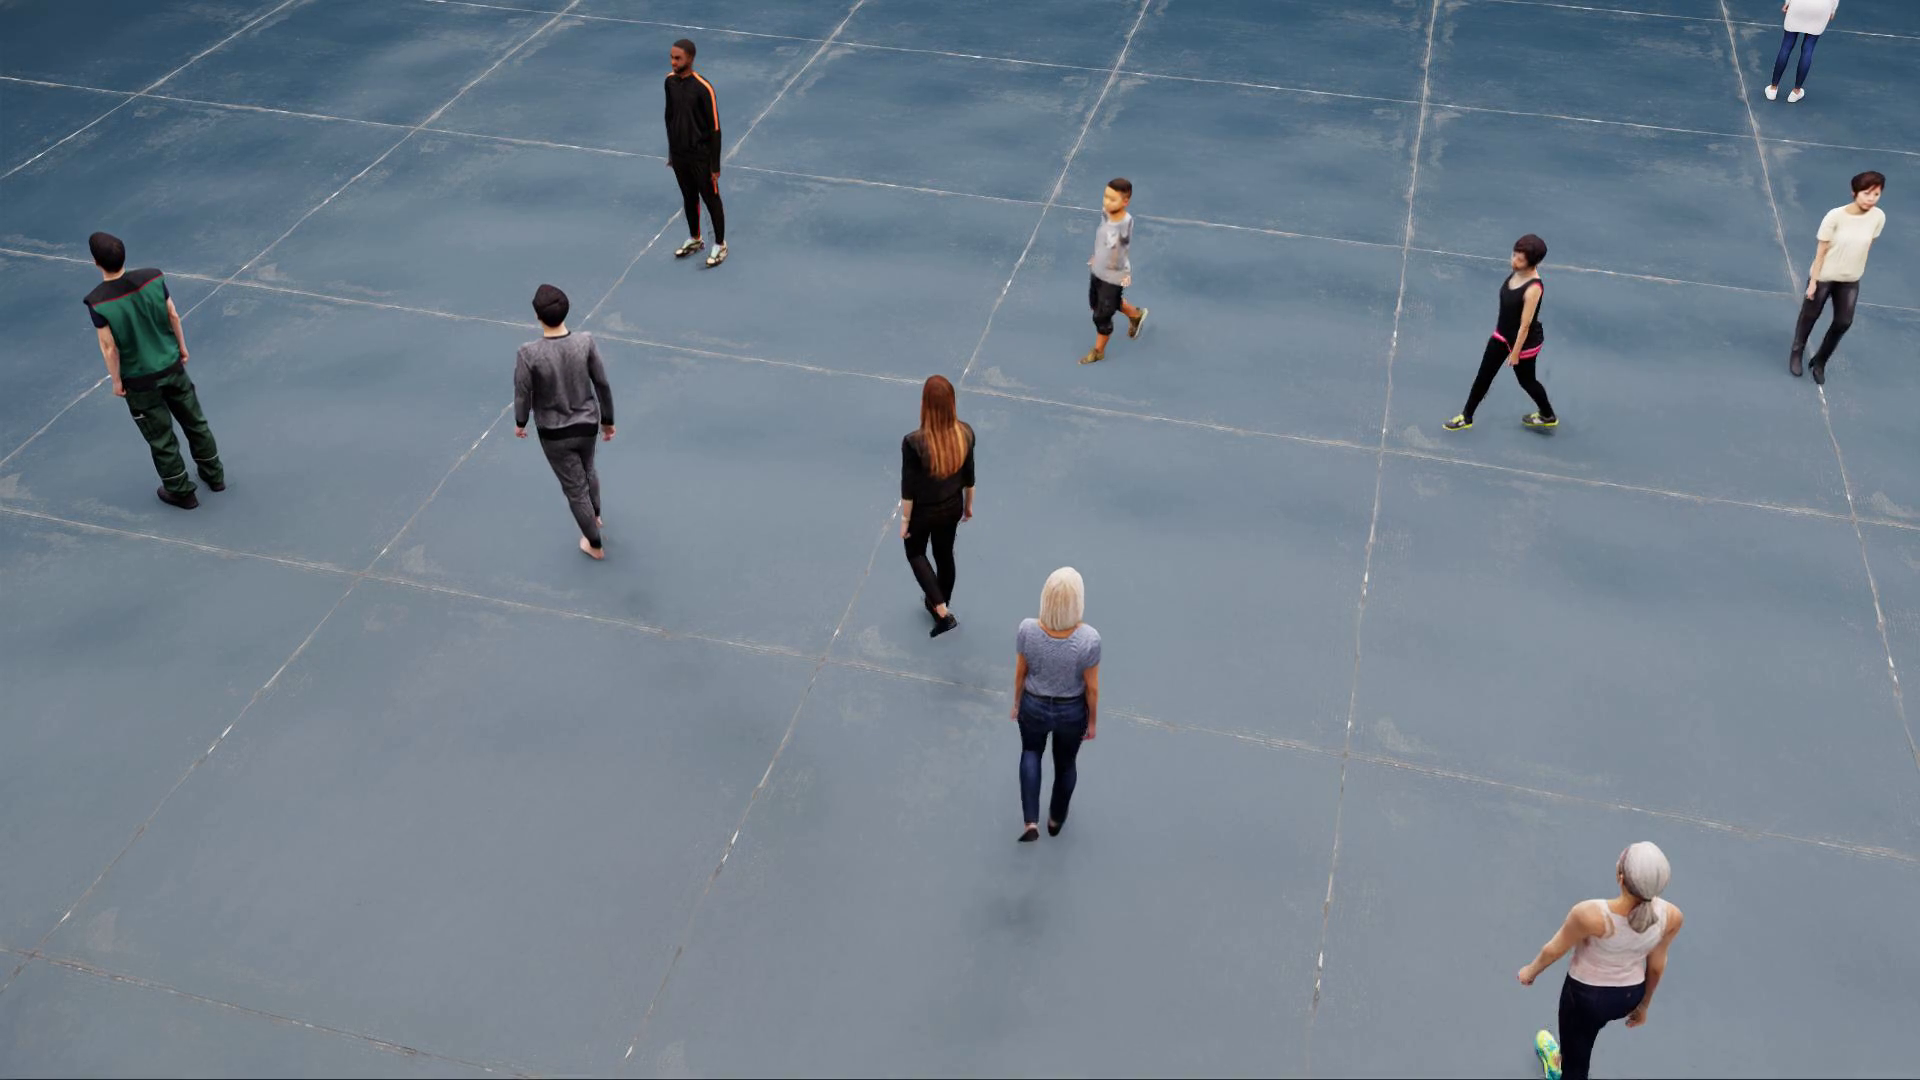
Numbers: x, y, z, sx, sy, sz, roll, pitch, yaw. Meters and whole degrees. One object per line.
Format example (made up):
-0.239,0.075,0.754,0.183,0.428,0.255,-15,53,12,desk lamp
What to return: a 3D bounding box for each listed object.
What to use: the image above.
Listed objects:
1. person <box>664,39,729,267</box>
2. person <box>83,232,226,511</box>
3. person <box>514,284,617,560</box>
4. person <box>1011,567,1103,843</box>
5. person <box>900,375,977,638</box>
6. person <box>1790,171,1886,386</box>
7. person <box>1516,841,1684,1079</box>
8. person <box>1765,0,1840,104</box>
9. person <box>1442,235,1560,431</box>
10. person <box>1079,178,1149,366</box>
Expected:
-2.058,-3.020,12.950,0.682,1.807,0.616,19,42,23,person
-5.034,-1.055,10.363,0.815,1.900,0.661,24,44,28,person
-2.297,-0.646,9.896,0.892,1.830,0.953,-23,43,-26,person
0.443,0.871,8.054,0.597,1.712,0.746,7,39,9,person
-0.105,-0.119,9.329,0.842,1.700,0.915,-15,41,-19,person
6.105,-1.870,11.667,0.625,1.576,0.628,4,38,5,person
2.609,1.937,6.720,0.813,1.677,0.971,-6,38,-7,person
7.903,-4.956,15.451,0.650,1.776,0.591,17,41,21,person
3.774,-1.346,11.063,0.887,1.496,1.038,0,38,0,person
1.122,-1.997,11.937,0.993,1.444,0.892,-25,44,-28,person
